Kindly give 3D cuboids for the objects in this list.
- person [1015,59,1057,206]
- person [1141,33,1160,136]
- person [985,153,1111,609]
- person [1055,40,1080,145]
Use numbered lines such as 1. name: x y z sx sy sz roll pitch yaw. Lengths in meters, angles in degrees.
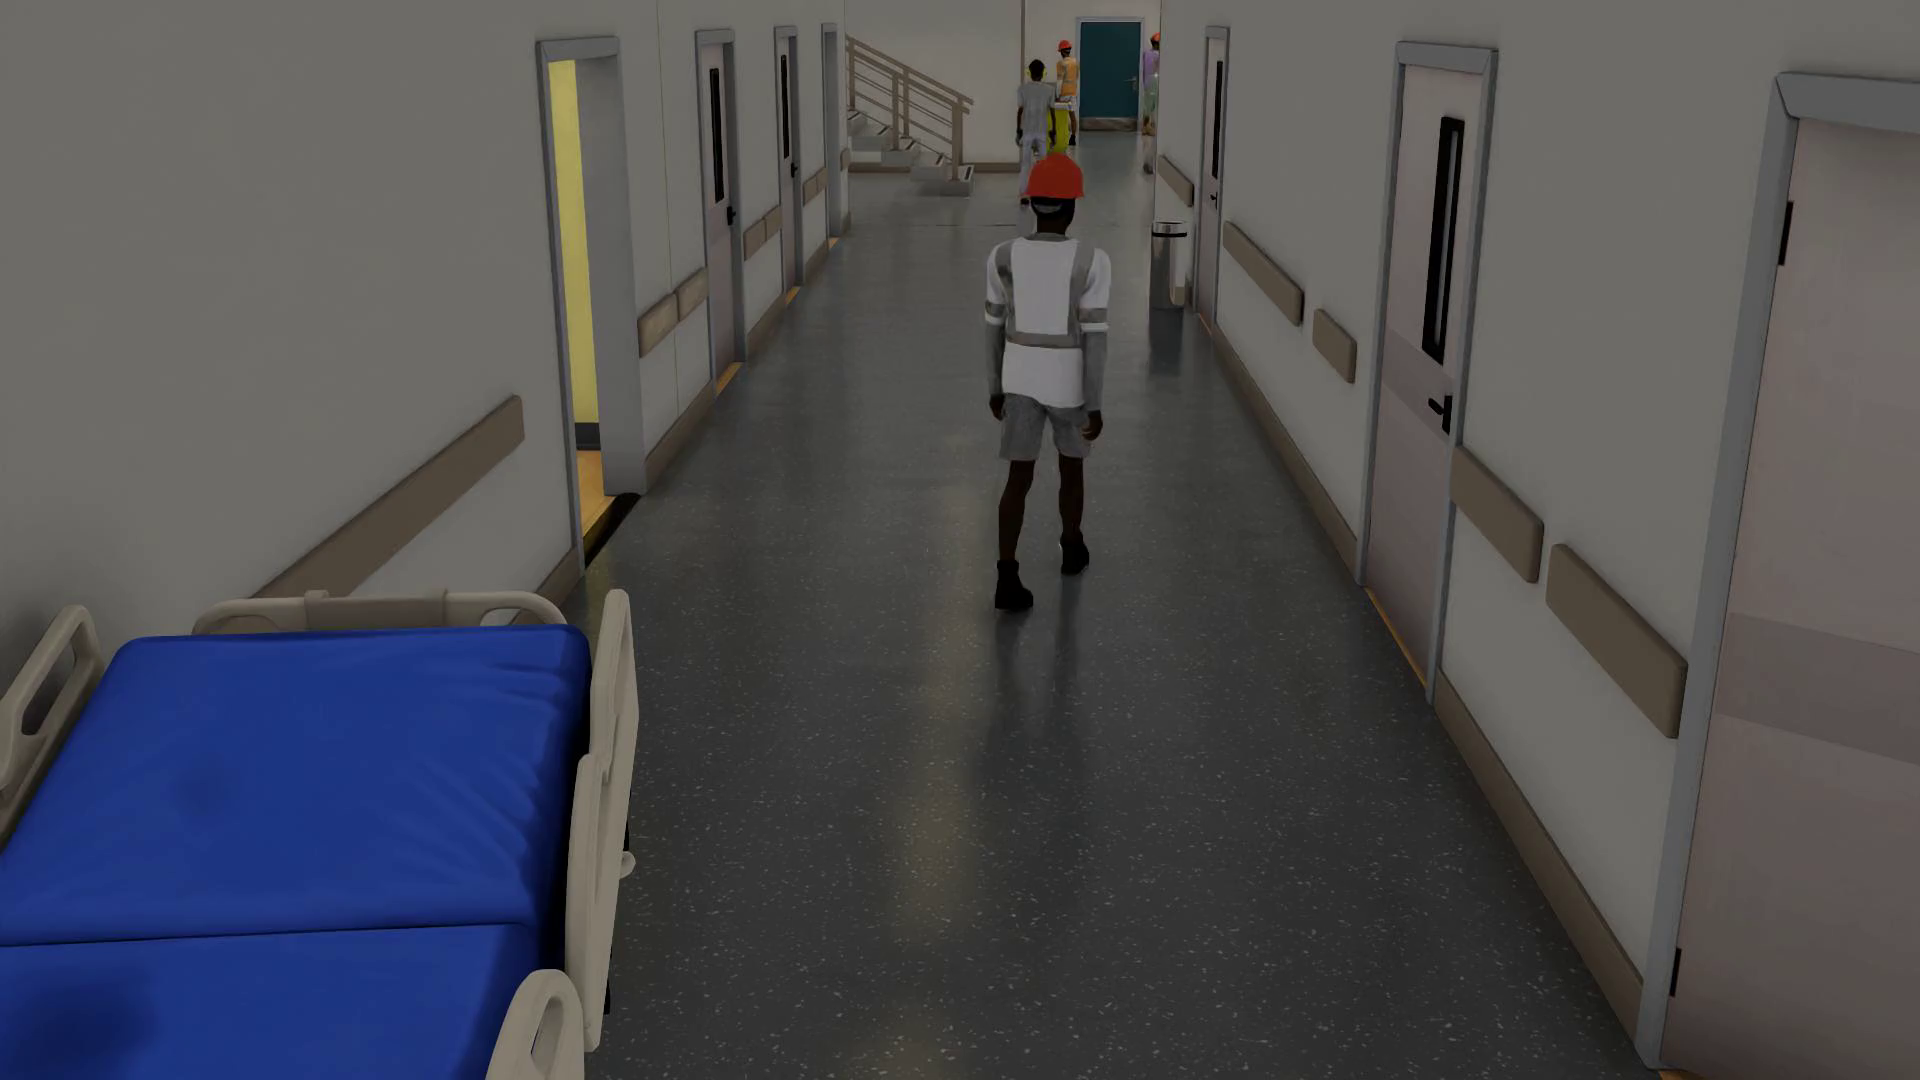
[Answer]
1. person: 0.984 -5.241 21.471 0.535 1.858 0.361 0 18 -1
2. person: 3.950 -9.239 33.756 0.408 2.031 0.611 -12 21 -33
3. person: 0.352 -0.666 7.040 0.559 1.895 0.976 6 19 18
4. person: 1.981 -8.371 31.186 0.542 1.928 0.375 -14 22 -37
